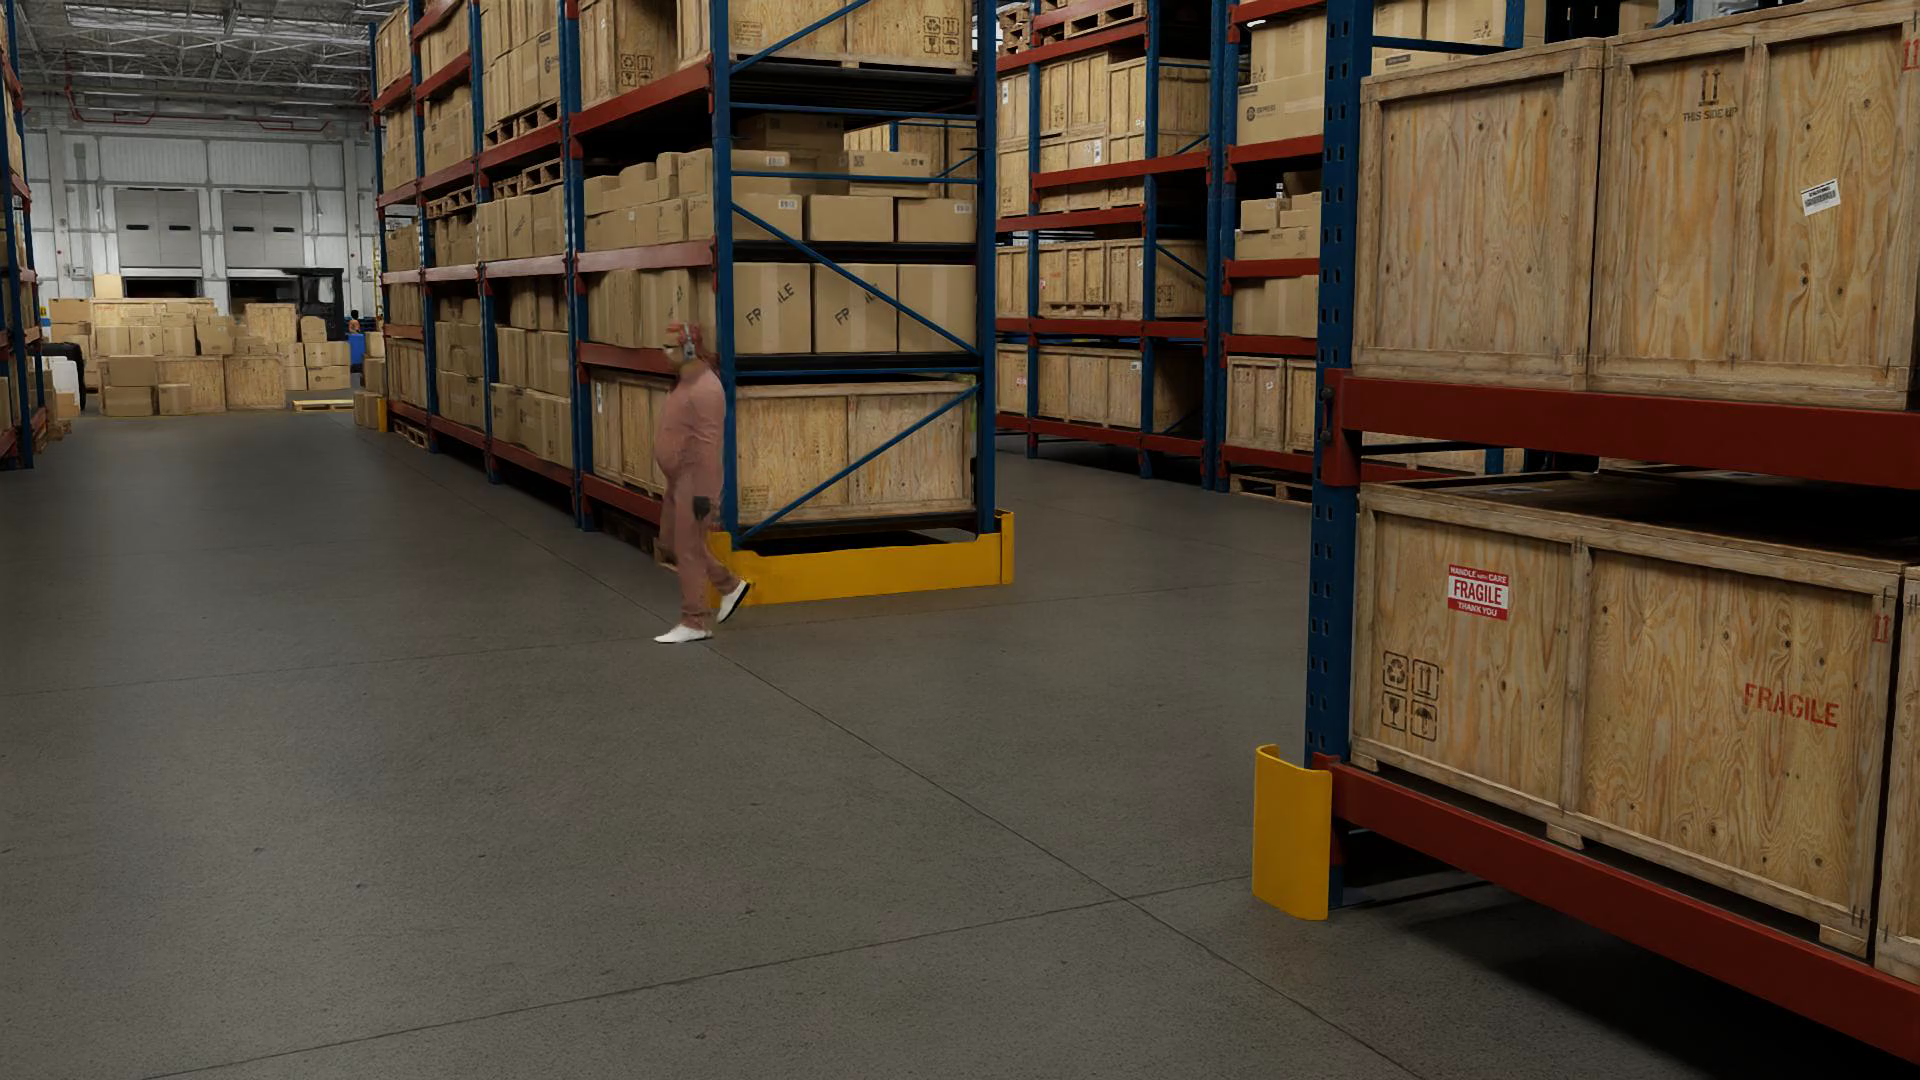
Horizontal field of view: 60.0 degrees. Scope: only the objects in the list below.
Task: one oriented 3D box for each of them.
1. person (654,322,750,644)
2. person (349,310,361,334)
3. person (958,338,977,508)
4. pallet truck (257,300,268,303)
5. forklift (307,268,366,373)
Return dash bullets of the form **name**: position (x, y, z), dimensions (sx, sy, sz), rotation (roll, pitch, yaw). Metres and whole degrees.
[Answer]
- **person**: position (-1.547, -0.337, 9.822), dimensions (0.539, 1.893, 0.648), rotation (-4, 9, -25)
- **person**: position (-18.026, -6.004, 49.546), dimensions (0.322, 1.698, 0.533), rotation (-7, 11, -39)
- **person**: position (0.082, -1.019, 15.235), dimensions (0.494, 1.678, 0.540), rotation (5, 10, 30)
- **pallet truck**: position (-23.913, -7.404, 58.171), dimensions (1.885, 1.965, 0.823), rotation (-1, 8, -9)
- **forklift**: position (-16.494, -5.699, 43.384), dimensions (1.129, 2.768, 1.873), rotation (2, 9, 15)
